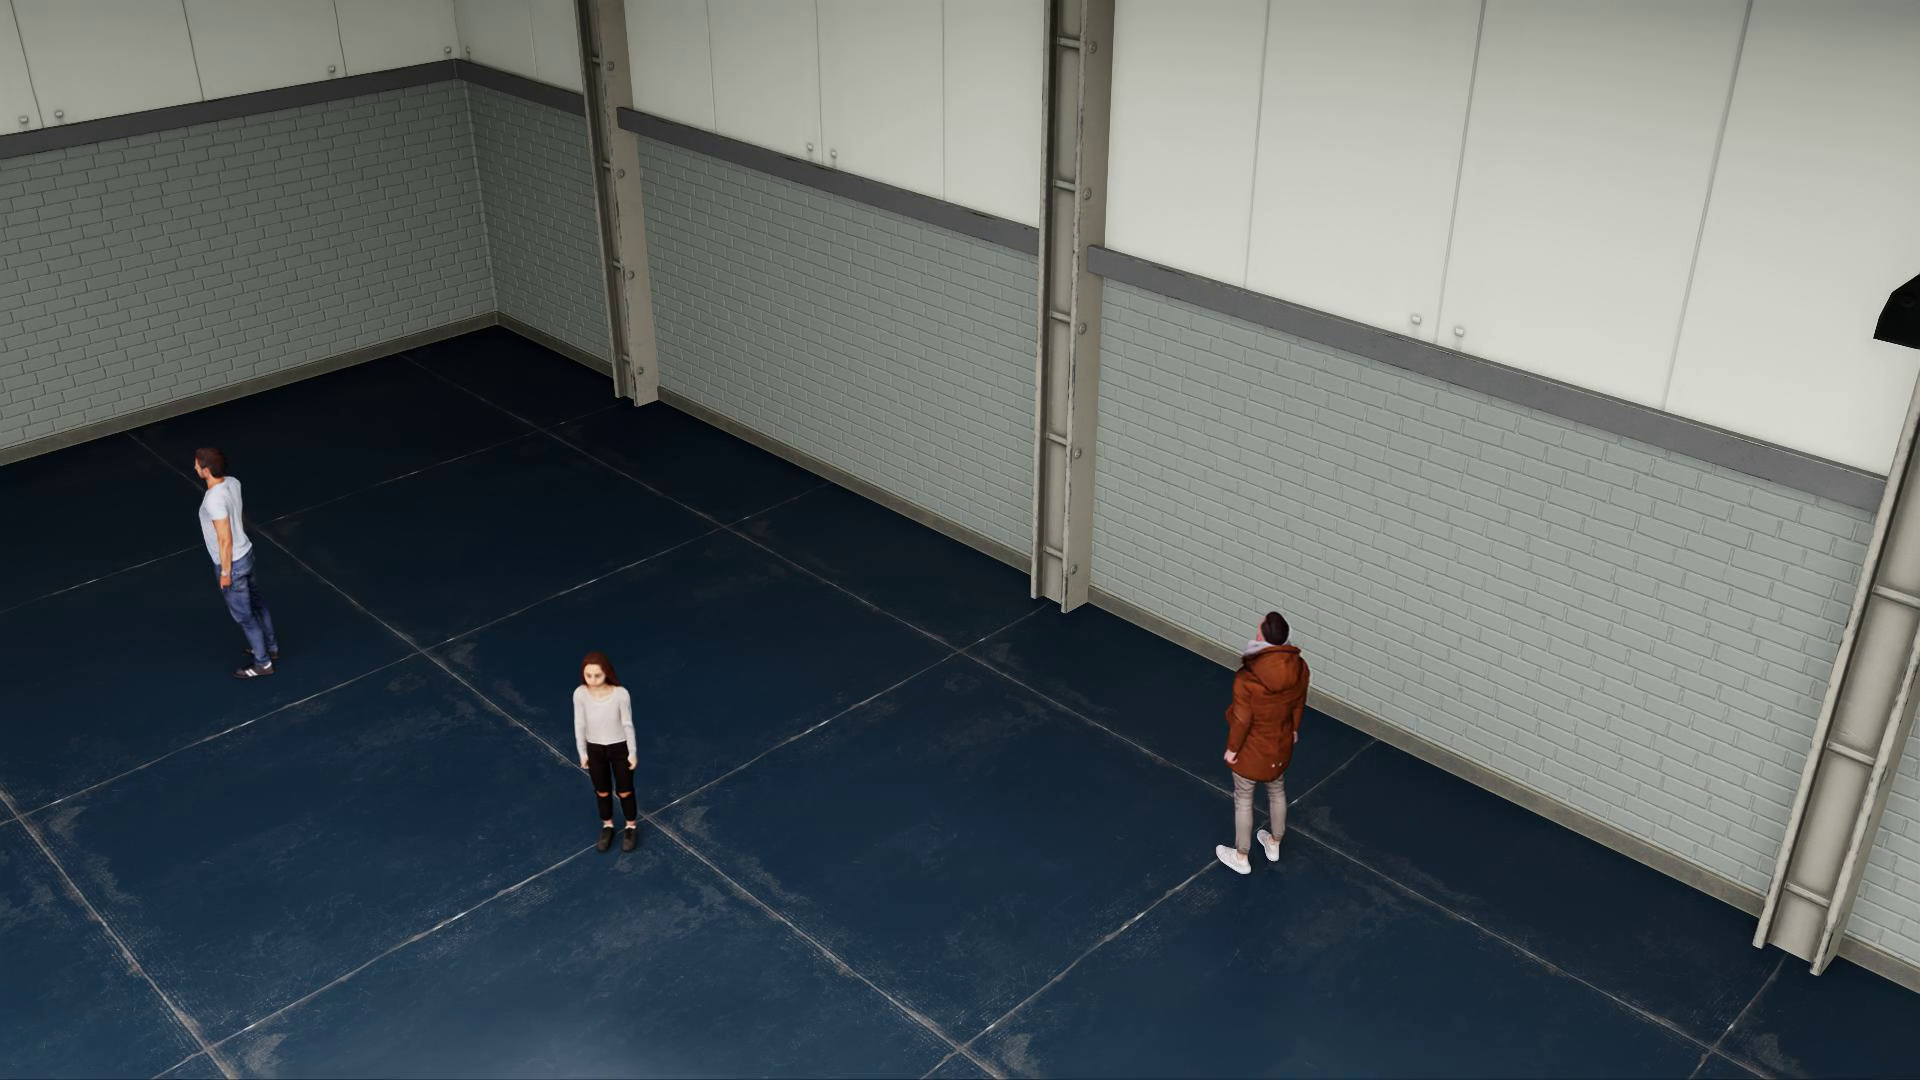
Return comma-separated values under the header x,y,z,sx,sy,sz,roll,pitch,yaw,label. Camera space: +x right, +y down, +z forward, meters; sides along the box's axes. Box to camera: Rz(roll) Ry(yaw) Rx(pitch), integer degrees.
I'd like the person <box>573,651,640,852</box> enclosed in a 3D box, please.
x,y,z,sx,sy,sz,roll,pitch,yaw,label
-2.248,1.336,10.669,0.597,1.483,0.651,-1,28,-2,person

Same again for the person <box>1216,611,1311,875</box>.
x,y,z,sx,sy,sz,roll,pitch,yaw,label
1.897,1.269,10.418,0.802,1.837,0.811,-13,31,-23,person

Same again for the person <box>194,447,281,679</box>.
x,y,z,sx,sy,sz,roll,pitch,yaw,label
-5.436,0.153,12.482,0.773,1.865,0.689,-2,28,-5,person
